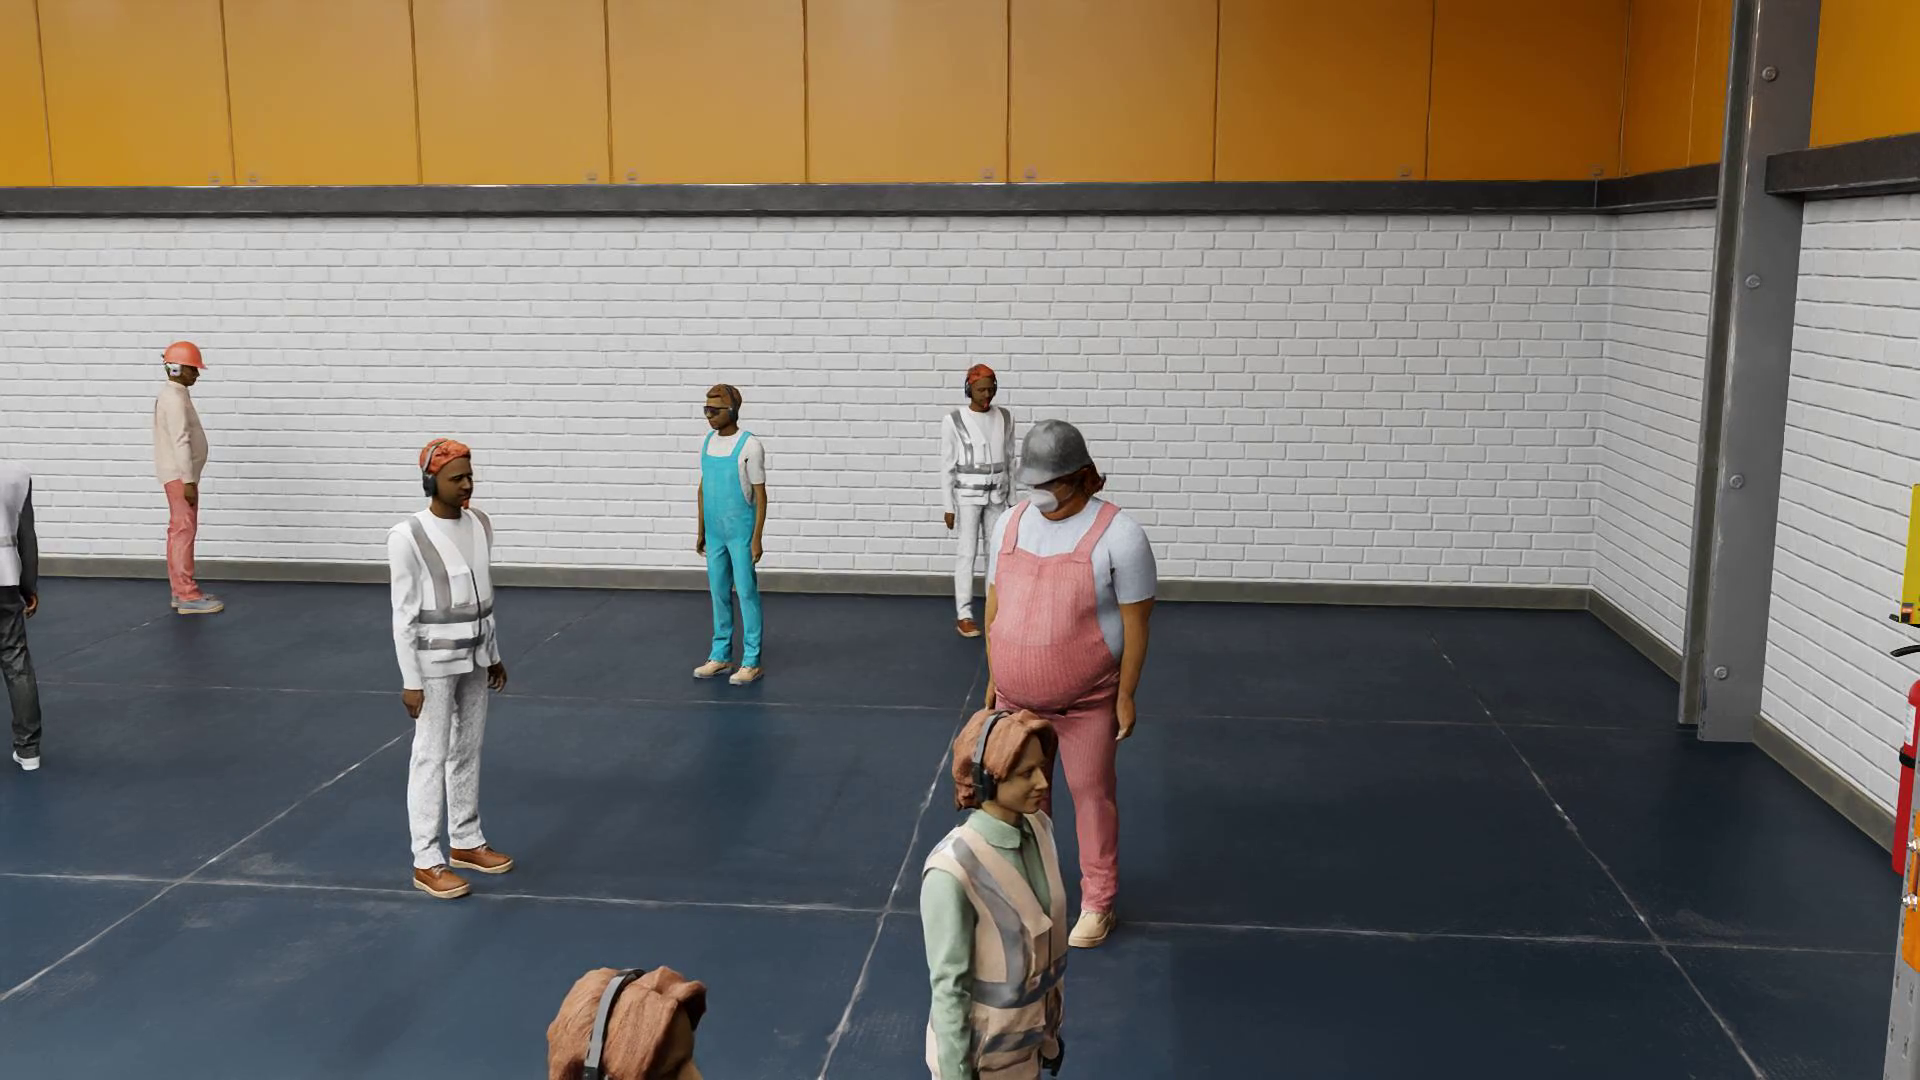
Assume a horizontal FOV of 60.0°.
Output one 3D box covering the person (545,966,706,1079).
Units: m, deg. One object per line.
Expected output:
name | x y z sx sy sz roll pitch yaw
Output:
person | -0.477 1.414 2.466 0.307 1.641 0.513 1 10 8

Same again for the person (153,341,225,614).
person | -5.678 -0.459 12.204 0.401 1.984 0.612 -5 11 -29

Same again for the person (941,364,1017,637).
person | 0.139 -0.269 11.433 0.584 1.879 0.367 -6 11 -30

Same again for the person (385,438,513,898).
person | -2.108 0.517 6.902 0.342 1.882 0.579 4 11 23

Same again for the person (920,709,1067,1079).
person | 0.083 1.180 3.798 0.310 1.642 0.514 5 11 27

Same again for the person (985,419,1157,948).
person | 0.360 0.536 6.345 0.688 2.000 0.536 6 12 31

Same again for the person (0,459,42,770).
person | -4.904 0.253 8.311 0.393 1.921 0.591 7 12 36

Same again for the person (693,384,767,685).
person | -1.410 -0.037 10.181 0.514 1.843 0.327 7 12 33
